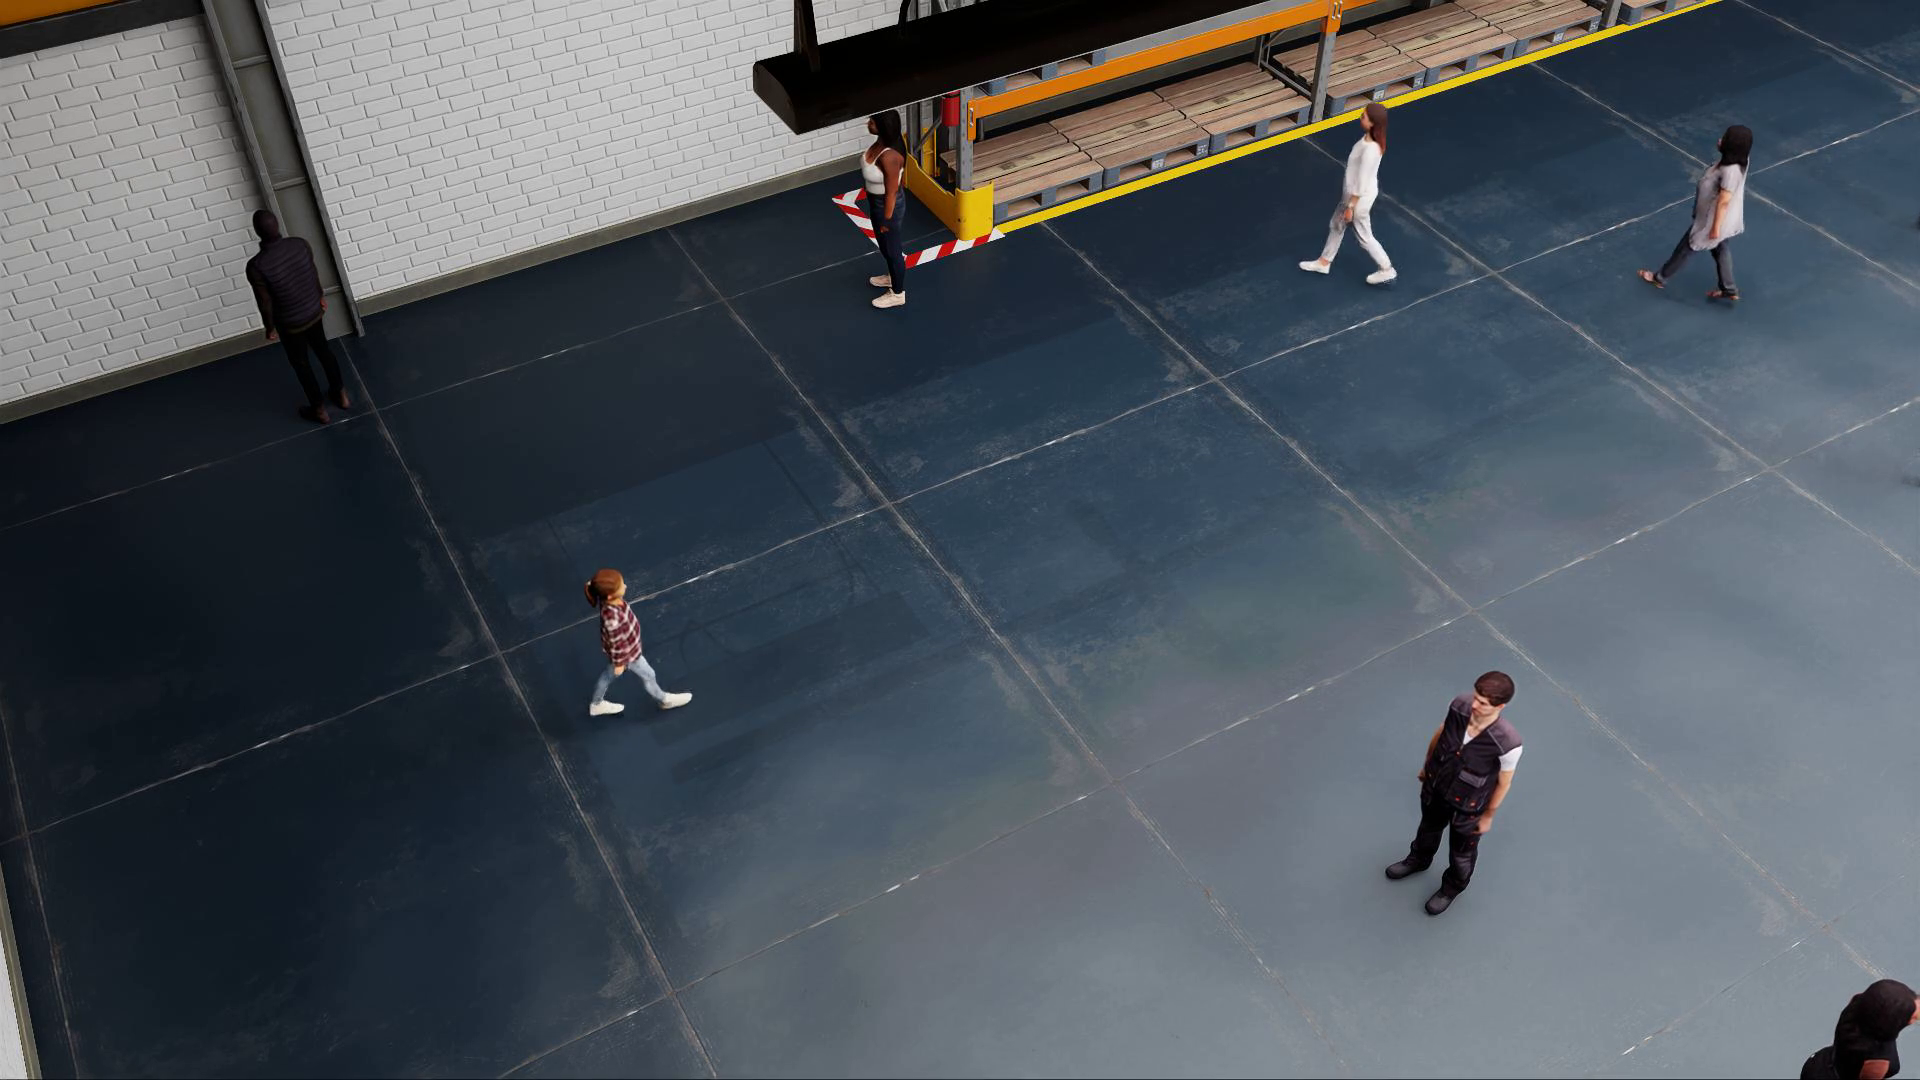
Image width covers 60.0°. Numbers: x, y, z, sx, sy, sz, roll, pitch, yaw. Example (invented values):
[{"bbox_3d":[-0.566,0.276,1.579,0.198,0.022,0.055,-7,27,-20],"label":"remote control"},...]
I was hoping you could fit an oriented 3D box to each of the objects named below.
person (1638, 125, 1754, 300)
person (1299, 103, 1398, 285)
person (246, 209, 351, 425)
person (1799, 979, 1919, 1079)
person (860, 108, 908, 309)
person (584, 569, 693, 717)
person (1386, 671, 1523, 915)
[{"bbox_3d":[6.315,-2.648,13.715,0.966,1.571,1.092,27,50,25],"label":"person"},{"bbox_3d":[3.407,-2.845,13.859,1.112,1.657,1.050,10,45,11],"label":"person"},{"bbox_3d":[-4.991,-1.690,12.517,0.832,1.836,0.677,26,49,25],"label":"person"},{"bbox_3d":[4.219,2.653,8.028,0.722,1.740,0.675,8,44,8],"label":"person"},{"bbox_3d":[-0.585,-2.755,13.655,0.733,1.810,0.729,-3,44,-4],"label":"person"},{"bbox_3d":[-2.192,0.673,10.443,0.937,1.275,0.673,-11,45,-11],"label":"person"},{"bbox_3d":[2.799,1.384,9.282,0.588,1.848,0.674,-26,49,-25],"label":"person"}]
